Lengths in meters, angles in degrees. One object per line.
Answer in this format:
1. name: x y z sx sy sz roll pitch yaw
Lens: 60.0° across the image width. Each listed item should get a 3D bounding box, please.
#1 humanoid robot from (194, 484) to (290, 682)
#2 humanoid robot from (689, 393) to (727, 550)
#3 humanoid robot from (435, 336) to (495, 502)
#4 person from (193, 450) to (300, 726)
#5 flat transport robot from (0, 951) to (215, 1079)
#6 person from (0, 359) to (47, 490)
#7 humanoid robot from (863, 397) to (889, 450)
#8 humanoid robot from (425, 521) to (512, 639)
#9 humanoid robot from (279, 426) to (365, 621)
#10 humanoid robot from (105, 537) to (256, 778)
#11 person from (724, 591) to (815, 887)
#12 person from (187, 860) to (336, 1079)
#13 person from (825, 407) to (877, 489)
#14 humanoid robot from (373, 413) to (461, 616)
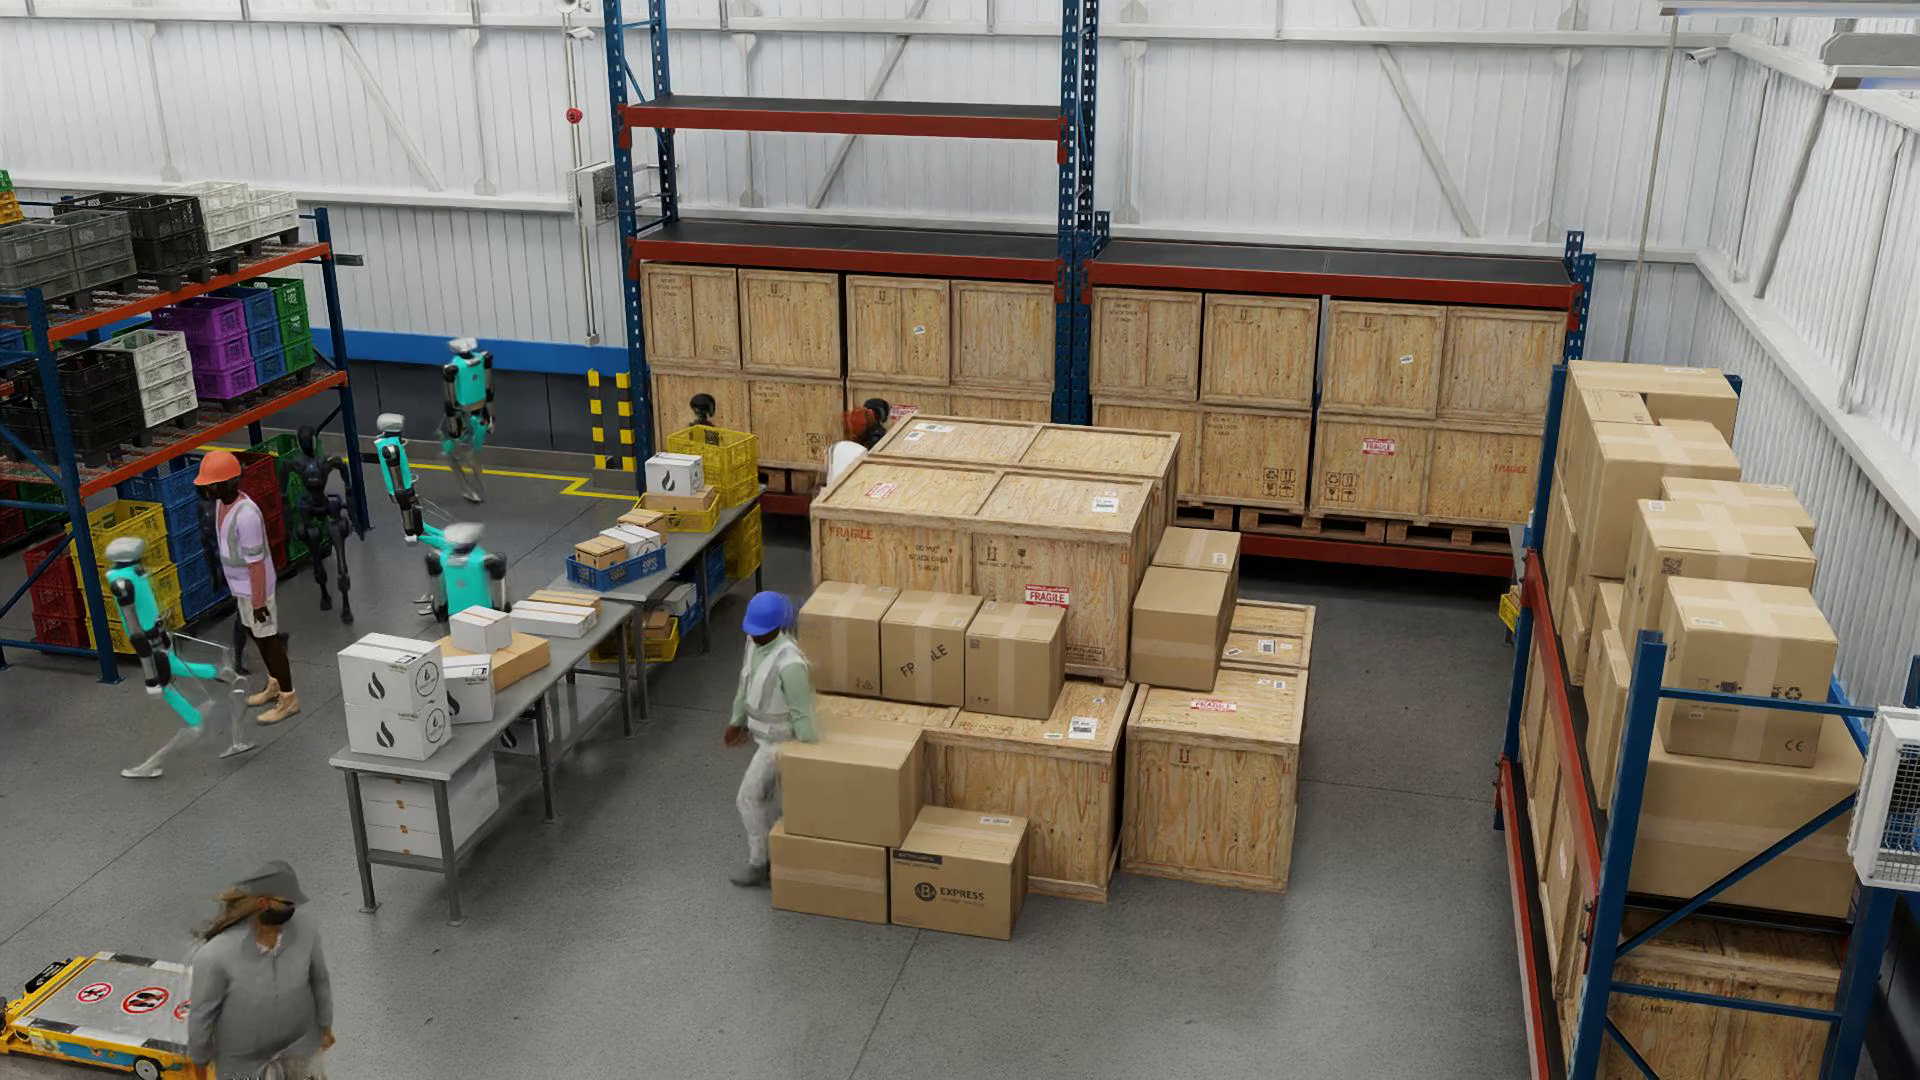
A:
1. humanoid robot: -5.432 0.219 12.583 0.591 1.618 0.768 11 24 27
2. humanoid robot: -2.190 -0.486 14.365 0.542 1.642 0.600 -10 23 -24
3. humanoid robot: -4.792 -1.092 15.964 0.848 1.847 0.618 16 26 36
4. person: -5.046 0.329 11.735 0.438 2.030 0.621 -15 25 -34
5. flat transport robot: -4.270 2.464 8.601 1.431 0.231 0.659 5 22 13
6. person: -9.218 -1.381 16.462 0.431 1.839 0.619 -3 21 -8
7. humanoid robot: -0.730 -0.421 14.247 0.686 1.662 0.591 0 21 1
8. humanoid robot: -3.216 0.608 11.338 0.543 1.727 0.759 2 21 5
9. humanoid robot: -5.172 -0.139 13.477 0.612 1.626 0.735 -7 22 -17
10. humanoid robot: -5.104 0.794 10.984 1.042 1.759 0.549 -7 22 -17
11. person: -1.152 1.162 9.706 0.633 1.915 0.570 -4 21 -9
12. person: -3.081 2.211 7.226 0.741 1.730 0.381 -20 28 -41
13. person: -0.912 -0.143 13.226 0.863 1.848 0.609 -14 25 -33
14. humanoid robot: -4.264 -0.230 13.402 0.735 1.677 0.533 -8 22 -19
